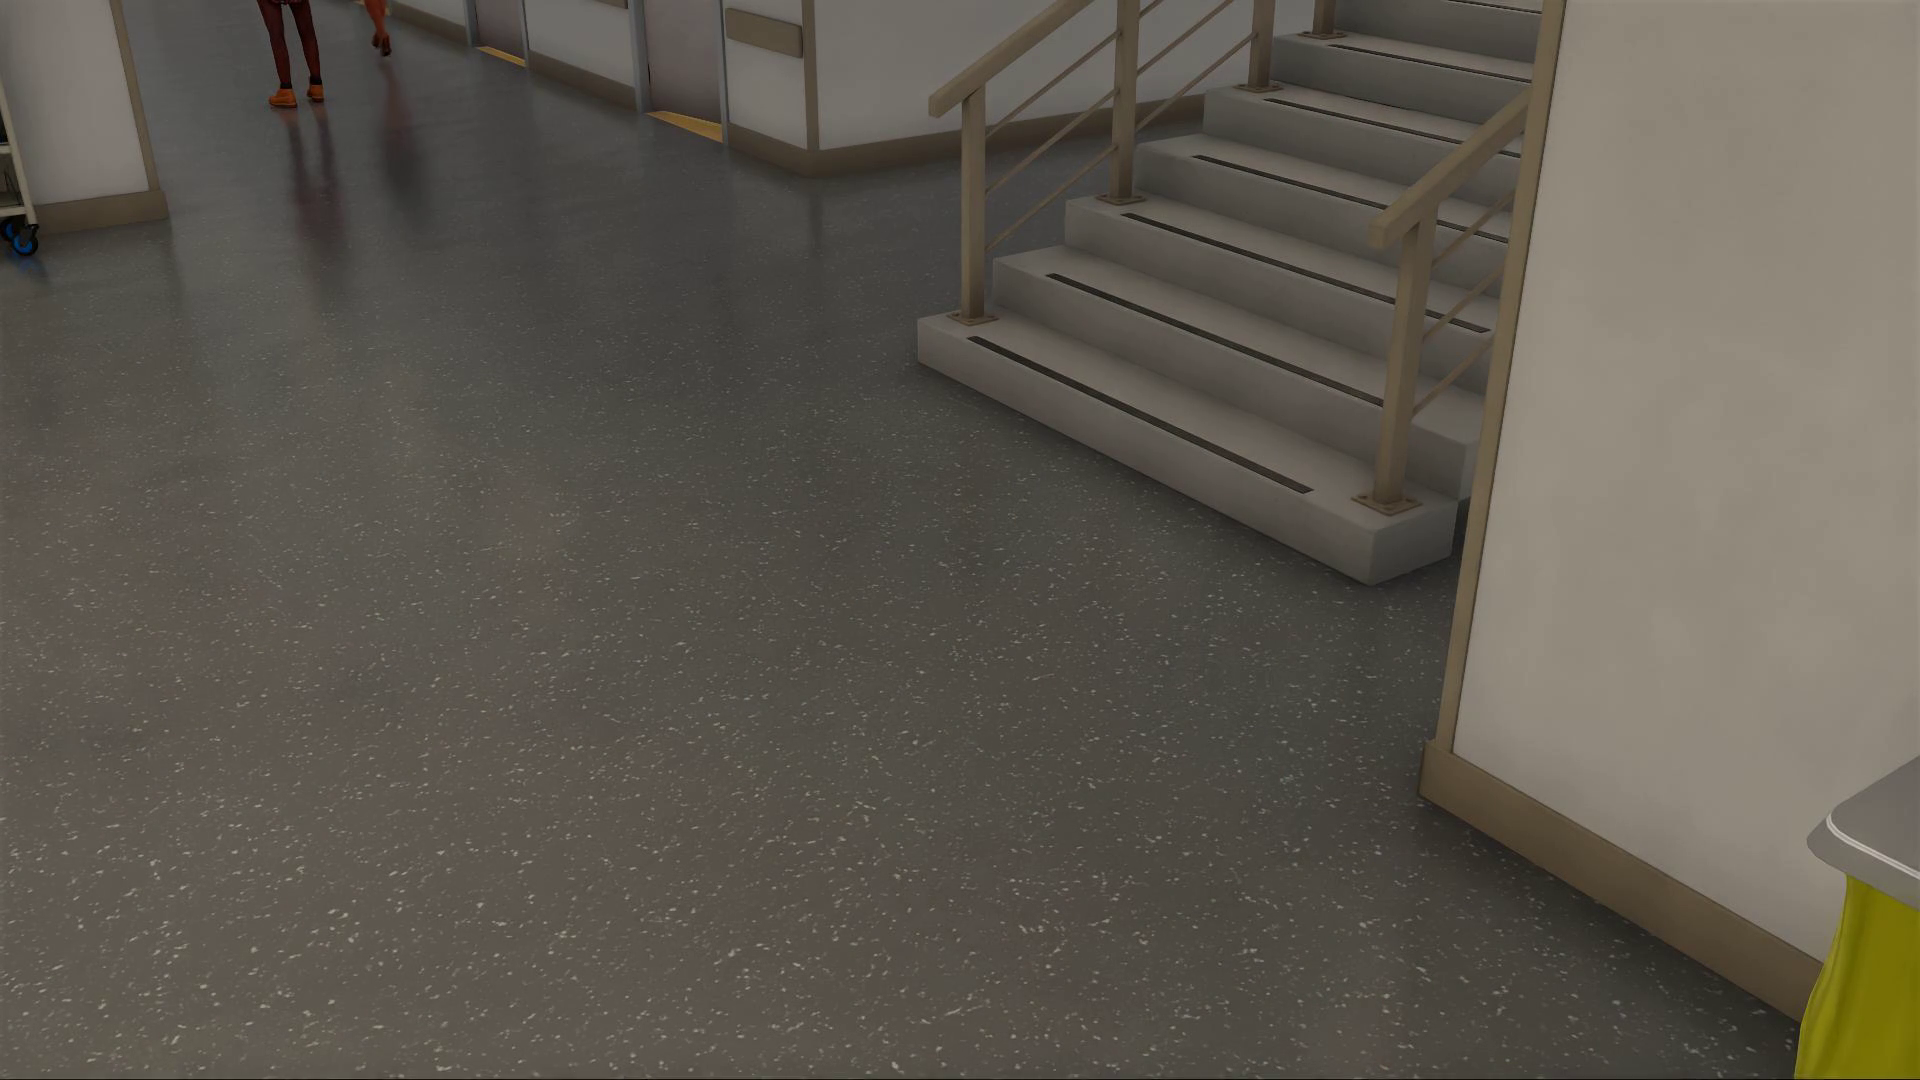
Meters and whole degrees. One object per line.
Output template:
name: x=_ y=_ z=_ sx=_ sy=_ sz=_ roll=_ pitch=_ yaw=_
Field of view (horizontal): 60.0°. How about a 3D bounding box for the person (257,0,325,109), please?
person: x=-4.919 y=-4.035 z=12.025 sx=0.737 sy=1.726 sz=0.624 roll=19 pitch=32 yaw=34
